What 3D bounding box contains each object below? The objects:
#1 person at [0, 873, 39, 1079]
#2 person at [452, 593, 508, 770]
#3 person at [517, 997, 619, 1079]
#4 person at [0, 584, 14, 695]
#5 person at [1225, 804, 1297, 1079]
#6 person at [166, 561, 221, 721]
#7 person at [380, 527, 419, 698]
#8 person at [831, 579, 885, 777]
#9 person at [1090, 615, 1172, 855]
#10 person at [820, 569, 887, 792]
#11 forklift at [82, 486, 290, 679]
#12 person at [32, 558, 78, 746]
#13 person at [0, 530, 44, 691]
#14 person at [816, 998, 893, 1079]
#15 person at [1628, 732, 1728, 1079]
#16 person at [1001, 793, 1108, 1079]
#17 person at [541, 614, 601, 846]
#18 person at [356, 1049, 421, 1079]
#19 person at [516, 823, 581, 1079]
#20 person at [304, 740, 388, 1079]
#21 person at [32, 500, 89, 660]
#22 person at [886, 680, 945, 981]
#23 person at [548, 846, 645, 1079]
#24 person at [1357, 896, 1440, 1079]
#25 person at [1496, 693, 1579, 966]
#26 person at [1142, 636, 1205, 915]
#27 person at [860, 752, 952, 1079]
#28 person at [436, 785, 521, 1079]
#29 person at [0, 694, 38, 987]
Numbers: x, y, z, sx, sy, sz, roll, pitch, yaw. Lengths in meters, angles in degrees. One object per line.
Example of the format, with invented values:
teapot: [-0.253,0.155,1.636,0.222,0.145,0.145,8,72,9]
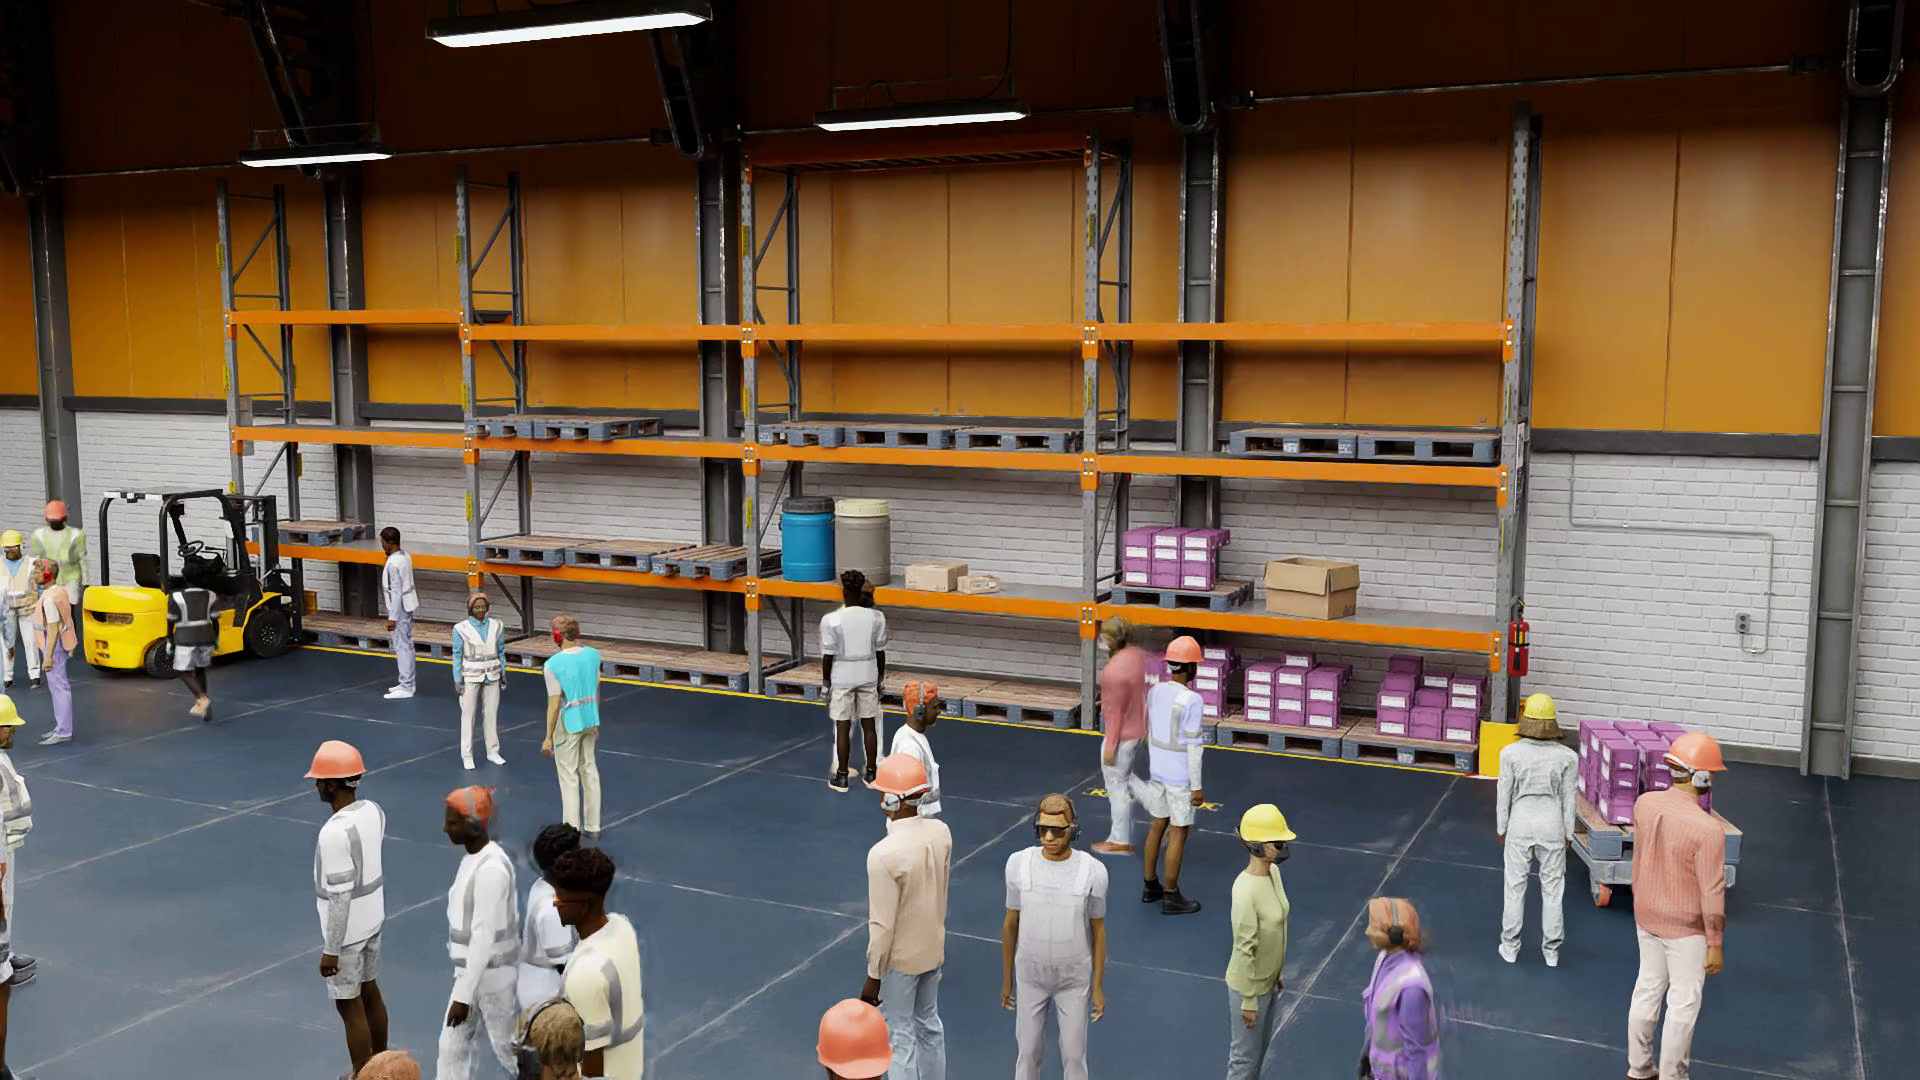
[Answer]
person: [-5.187,1.977,8.595,0.619,1.955,0.382,1,7,9]
person: [-4.461,1.299,15.465,0.522,1.639,0.306,-6,9,-40]
person: [-1.250,2.393,5.260,0.367,1.926,0.639,4,8,32]
person: [-9.708,1.075,16.447,0.615,1.854,0.922,-4,8,-32]
person: [1.450,2.139,8.010,0.315,1.769,0.525,3,8,24]
person: [-7.948,1.058,17.319,0.691,1.673,0.538,6,9,39]
person: [-6.227,0.798,18.489,0.391,1.913,0.587,-1,7,-7]
person: [-0.907,1.263,15.064,0.635,1.810,0.681,3,7,20]
person: [1.305,1.506,12.664,0.585,1.910,0.632,3,7,20]
person: [-0.941,1.235,14.662,0.608,1.965,0.365,-3,7,-22]
forklift: [-9.426,0.454,20.179,1.214,2.155,2.313,3,8,26]
person: [-8.900,1.087,16.358,0.389,1.849,0.567,-3,8,-23]
person: [-10.703,0.791,18.875,0.602,1.830,0.404,-3,8,-24]
person: [-0.335,2.384,5.274,0.545,1.939,0.373,-3,8,-24]
person: [3.709,1.966,8.569,0.412,1.982,0.622,-2,7,-16]
person: [0.446,2.107,7.946,0.507,1.847,0.344,1,7,11]
person: [-3.039,1.497,13.052,0.405,1.845,0.584,4,8,31]
person: [-1.883,2.498,5.673,0.525,1.608,0.602,4,8,32]
person: [-1.861,2.187,8.028,0.794,1.666,0.547,-1,7,-12]
person: [-3.166,1.986,8.567,0.363,1.935,0.553,0,7,2]
person: [-11.227,0.468,20.813,0.633,2.015,0.759,-2,7,-16]
person: [-0.277,1.802,10.342,0.358,1.880,0.575,0,7,0]
person: [-1.420,2.196,6.843,0.841,1.937,0.610,1,7,7]
person: [1.793,2.319,7.150,0.767,1.604,0.541,1,7,5]
person: [3.673,1.839,10.618,0.484,1.737,0.321,2,7,14]
person: [1.522,1.628,11.627,0.427,1.924,0.558,-3,8,-26]
person: [-0.271,2.016,8.090,0.382,1.995,0.612,4,8,31]
person: [-2.262,2.104,8.053,0.896,1.864,0.621,-3,8,-26]
person: [-5.920,1.848,10.223,0.403,1.817,0.601,-4,8,-32]
